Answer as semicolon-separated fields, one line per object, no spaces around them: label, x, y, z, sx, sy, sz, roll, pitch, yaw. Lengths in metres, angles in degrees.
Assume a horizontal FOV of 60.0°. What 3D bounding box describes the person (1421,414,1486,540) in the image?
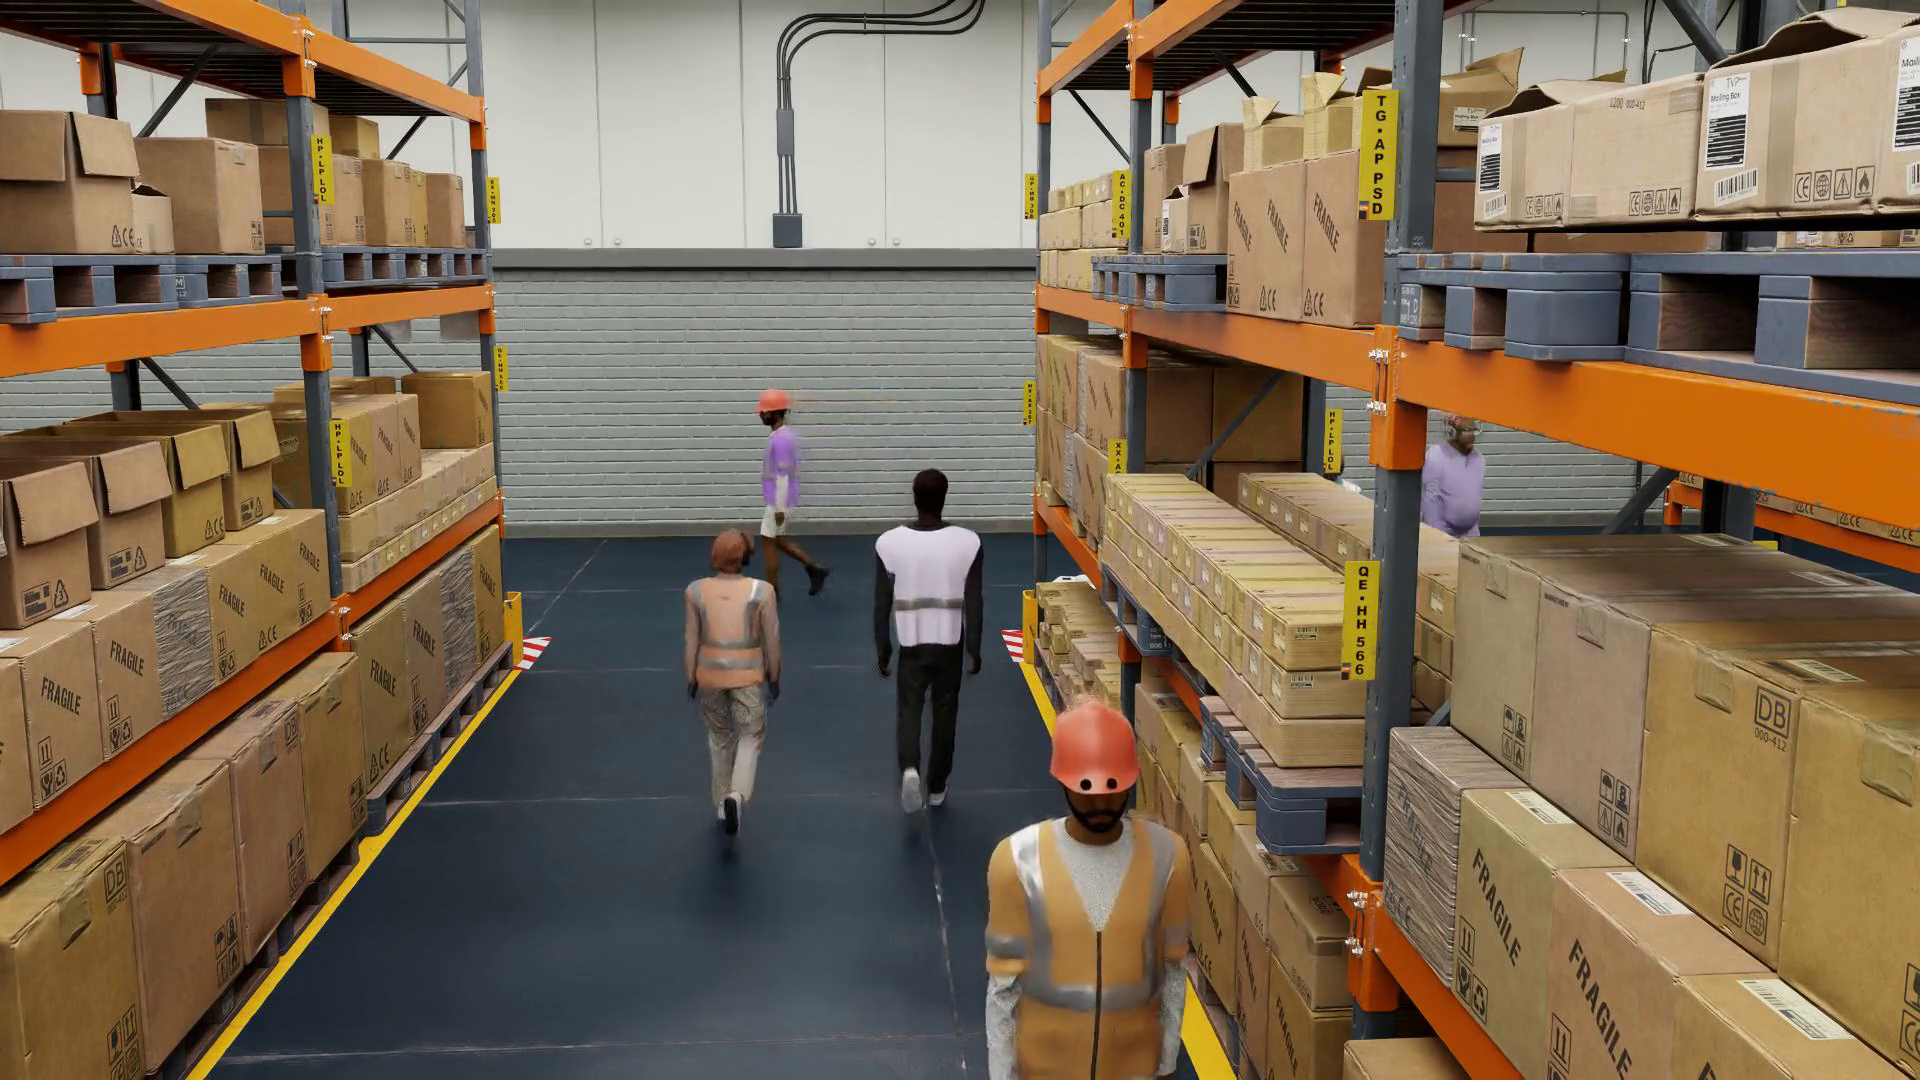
person;3.813;-0.095;13.033;0.628;1.871;0.965;-3;10;-20

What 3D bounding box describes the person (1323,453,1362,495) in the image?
person;2.810;0.081;12.750;0.517;1.610;0.774;3;10;17

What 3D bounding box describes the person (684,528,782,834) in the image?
person;-1.214;0.754;8.759;0.531;1.620;0.593;1;10;7

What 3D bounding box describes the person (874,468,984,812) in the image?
person;-0.167;0.561;9.063;0.595;1.901;0.667;0;10;2

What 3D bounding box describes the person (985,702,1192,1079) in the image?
person;0.335;1.348;4.348;0.552;1.920;0.447;-1;10;-3

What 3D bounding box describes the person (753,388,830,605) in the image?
person;-1.530;-0.368;14.477;0.679;1.918;0.567;0;10;-2

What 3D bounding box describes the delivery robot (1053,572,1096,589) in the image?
delivery robot;1.114;0.431;13.501;0.707;0.478;0.477;3;10;17
